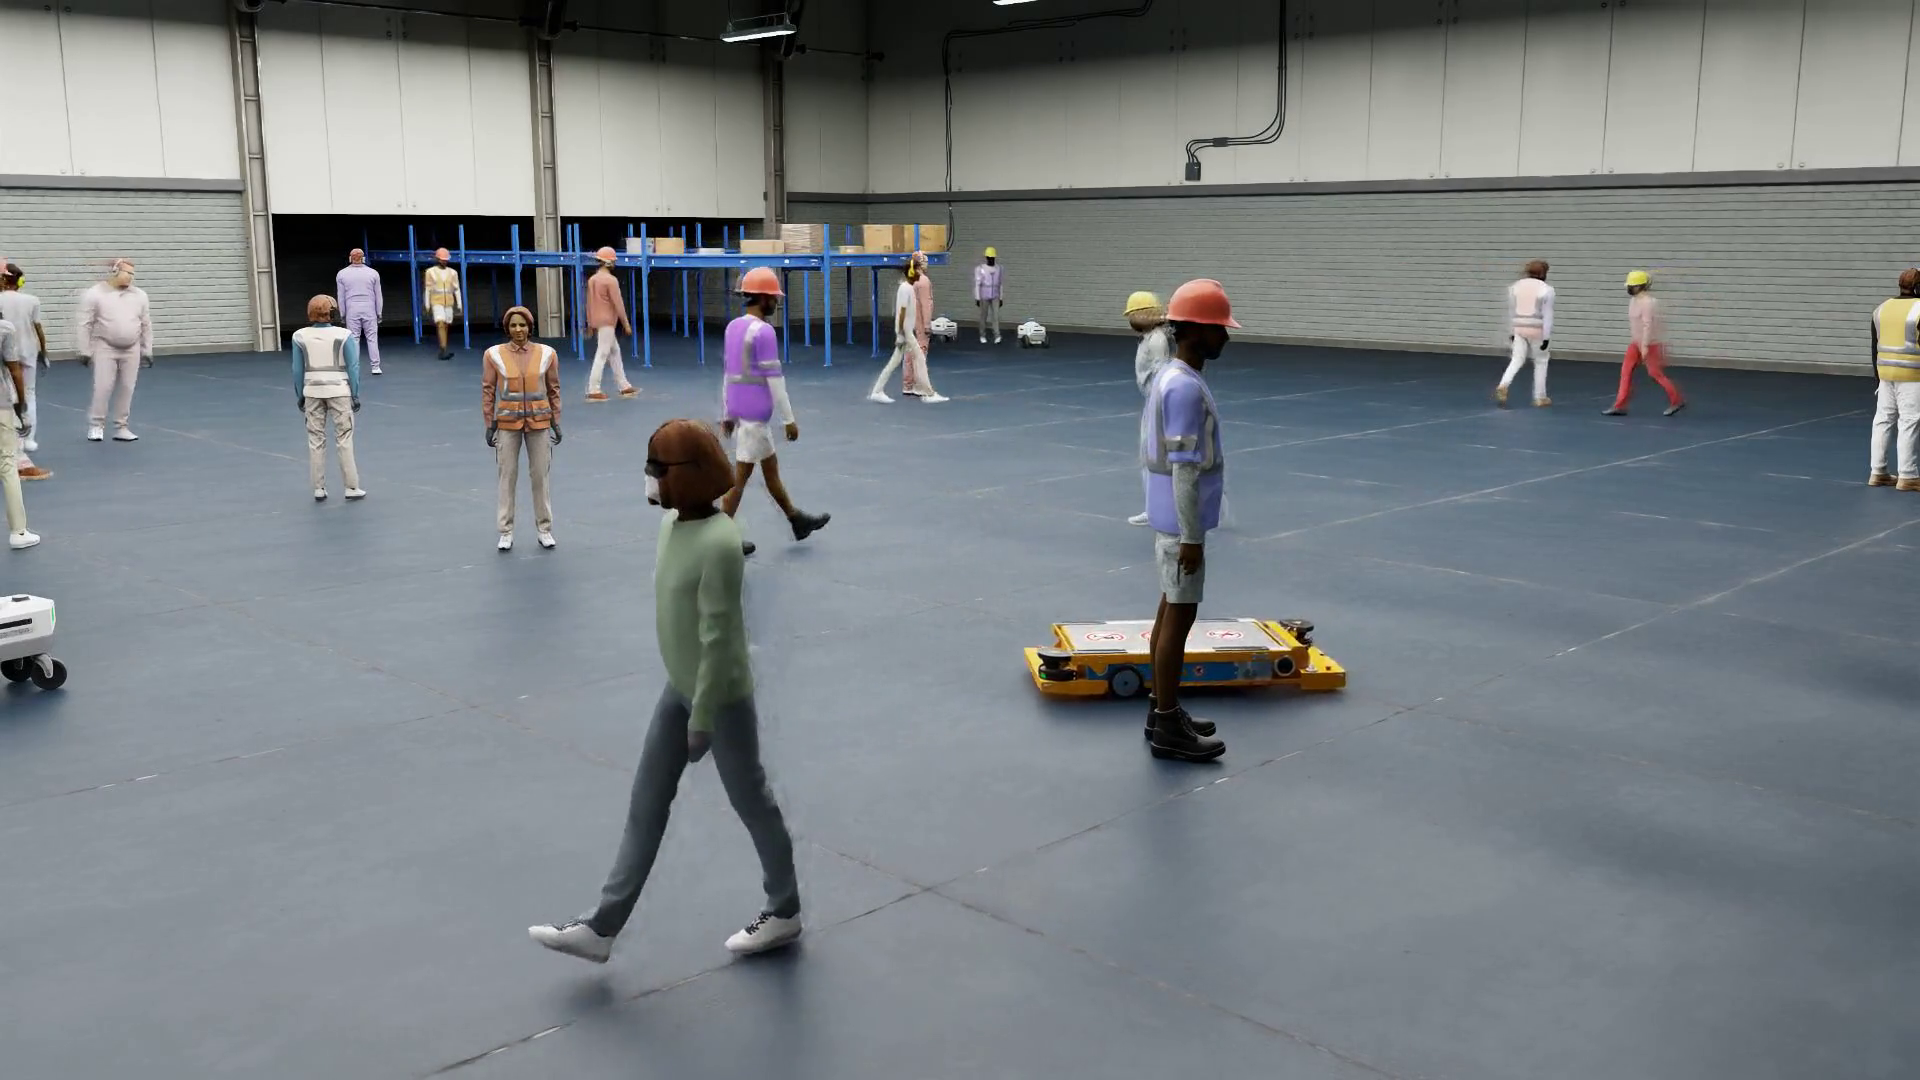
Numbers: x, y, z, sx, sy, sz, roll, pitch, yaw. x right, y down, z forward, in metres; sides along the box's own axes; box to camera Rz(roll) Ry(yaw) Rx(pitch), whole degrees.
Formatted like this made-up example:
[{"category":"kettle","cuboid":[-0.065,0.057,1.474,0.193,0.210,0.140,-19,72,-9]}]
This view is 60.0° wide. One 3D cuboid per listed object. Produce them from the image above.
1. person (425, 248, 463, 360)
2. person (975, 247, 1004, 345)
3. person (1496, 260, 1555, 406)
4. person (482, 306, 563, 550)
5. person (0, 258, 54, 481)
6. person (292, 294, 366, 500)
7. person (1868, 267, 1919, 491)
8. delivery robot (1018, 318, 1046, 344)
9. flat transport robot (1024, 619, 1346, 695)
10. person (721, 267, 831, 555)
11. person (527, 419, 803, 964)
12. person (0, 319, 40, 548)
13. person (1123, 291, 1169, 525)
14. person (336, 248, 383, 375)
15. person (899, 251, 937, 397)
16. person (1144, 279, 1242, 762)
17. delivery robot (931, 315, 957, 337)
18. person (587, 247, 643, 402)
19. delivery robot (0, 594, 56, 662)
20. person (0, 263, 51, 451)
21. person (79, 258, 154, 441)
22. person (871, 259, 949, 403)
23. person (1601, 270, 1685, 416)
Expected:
[{"category":"person","cuboid":[-8.711,-3.982,28.160,0.555,1.879,1.008,-7,13,-35]},{"category":"person","cuboid":[0.573,-4.768,32.487,0.613,1.883,1.001,-3,11,-17]},{"category":"person","cuboid":[7.051,-2.564,20.636,0.796,1.816,0.631,-9,14,-40]},{"category":"person","cuboid":[-2.953,-0.757,11.251,0.523,1.638,0.310,-4,11,-20]},{"category":"person","cuboid":[-8.432,-1.472,14.294,0.880,1.964,0.622,-6,12,-29]},{"category":"person","cuboid":[-5.067,-1.139,13.330,0.515,1.641,0.314,0,10,-1]},{"category":"person","cuboid":[7.934,-1.352,13.947,0.429,1.844,0.627,-3,11,-16]},{"category":"delivery robot","cuboid":[1.359,-3.951,31.478,0.477,0.478,0.707,-3,11,-16]},{"category":"flat transport robot","cuboid":[1.056,0.549,7.980,1.431,0.197,0.652,-1,10,-5]},{"category":"person","cuboid":[-1.268,-0.864,11.133,0.998,1.886,0.568,-6,12,-30]},{"category":"person","cuboid":[-0.818,0.456,4.743,0.825,1.585,0.523,-6,12,-31]},{"category":"person","cuboid":[-6.575,-0.873,11.240,0.532,1.875,0.318,-3,11,-14]},{"category":"person","cuboid":[1.515,-0.955,12.153,0.667,1.704,0.535,0,10,-2]},{"category":"person","cuboid":[-9.111,-3.466,25.294,0.647,1.908,0.409,-4,11,-20]},{"category":"person","cuboid":[-0.541,-2.859,21.993,0.401,1.904,0.649,-6,12,-31]},{"category":"person","cuboid":[0.943,-0.088,6.794,0.364,1.934,0.553,1,10,3]},{"category":"delivery robot","cuboid":[-0.353,-4.233,33.026,0.477,0.478,0.707,-6,12,-28]},{"category":"person","cuboid":[-4.413,-2.759,21.302,0.944,1.954,0.623,-7,13,-35]},{"category":"delivery robot","cuboid":[-4.569,0.420,7.651,0.477,0.478,0.707,6,12,32]},{"category":"person","cuboid":[-9.296,-1.808,16.440,0.508,1.843,0.386,-4,11,-23]},{"category":"person","cuboid":[-8.676,-1.956,17.159,0.441,1.879,0.690,10,14,42]},{"category":"person","cuboid":[-0.678,-2.633,21.043,0.992,1.813,0.539,-1,10,-5]},{"category":"person","cuboid":[8.086,-2.315,19.529,0.897,1.714,0.537,-1,10,-4]}]
